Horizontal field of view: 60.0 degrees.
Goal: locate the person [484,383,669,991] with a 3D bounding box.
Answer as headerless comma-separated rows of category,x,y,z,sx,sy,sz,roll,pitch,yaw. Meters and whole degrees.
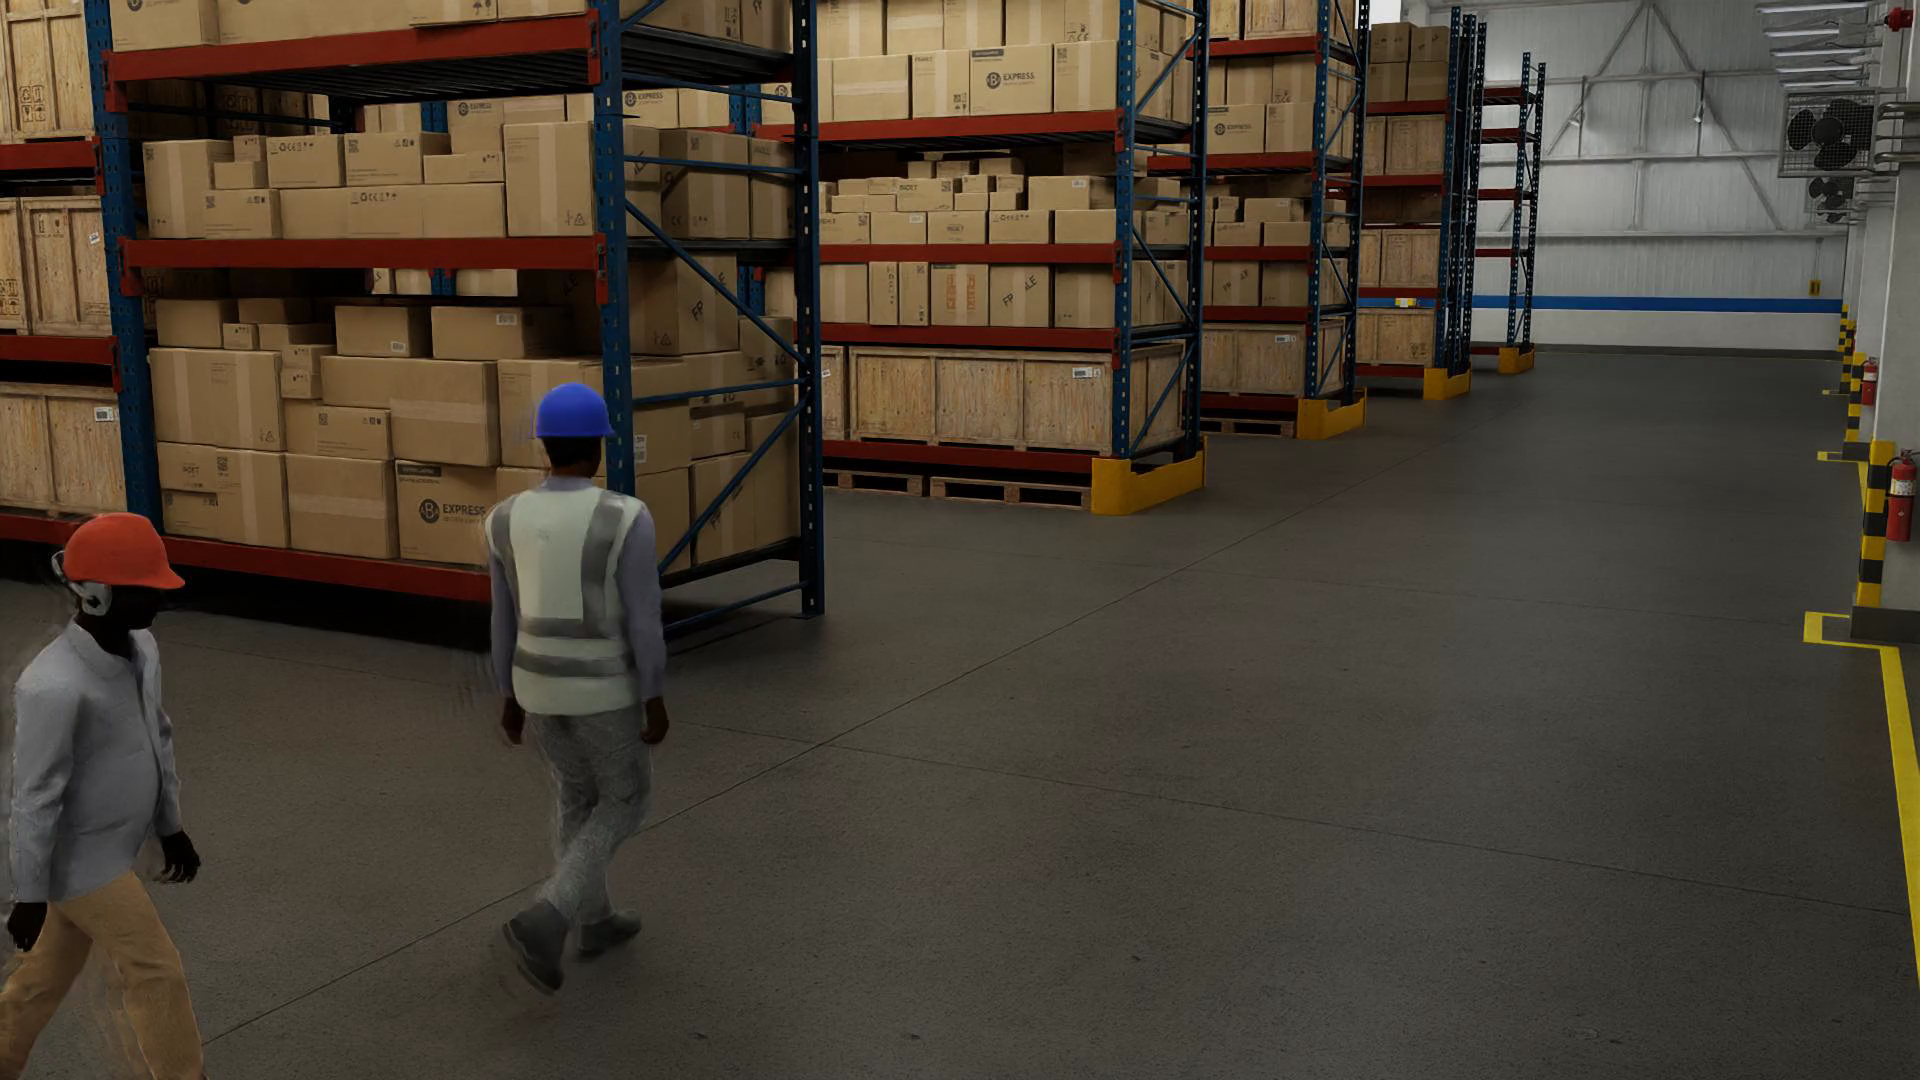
person,-1.239,0.469,5.272,0.610,1.925,0.694,4,11,23

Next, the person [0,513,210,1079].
person,-2.225,0.771,4.219,0.866,1.702,0.543,-2,10,-11
